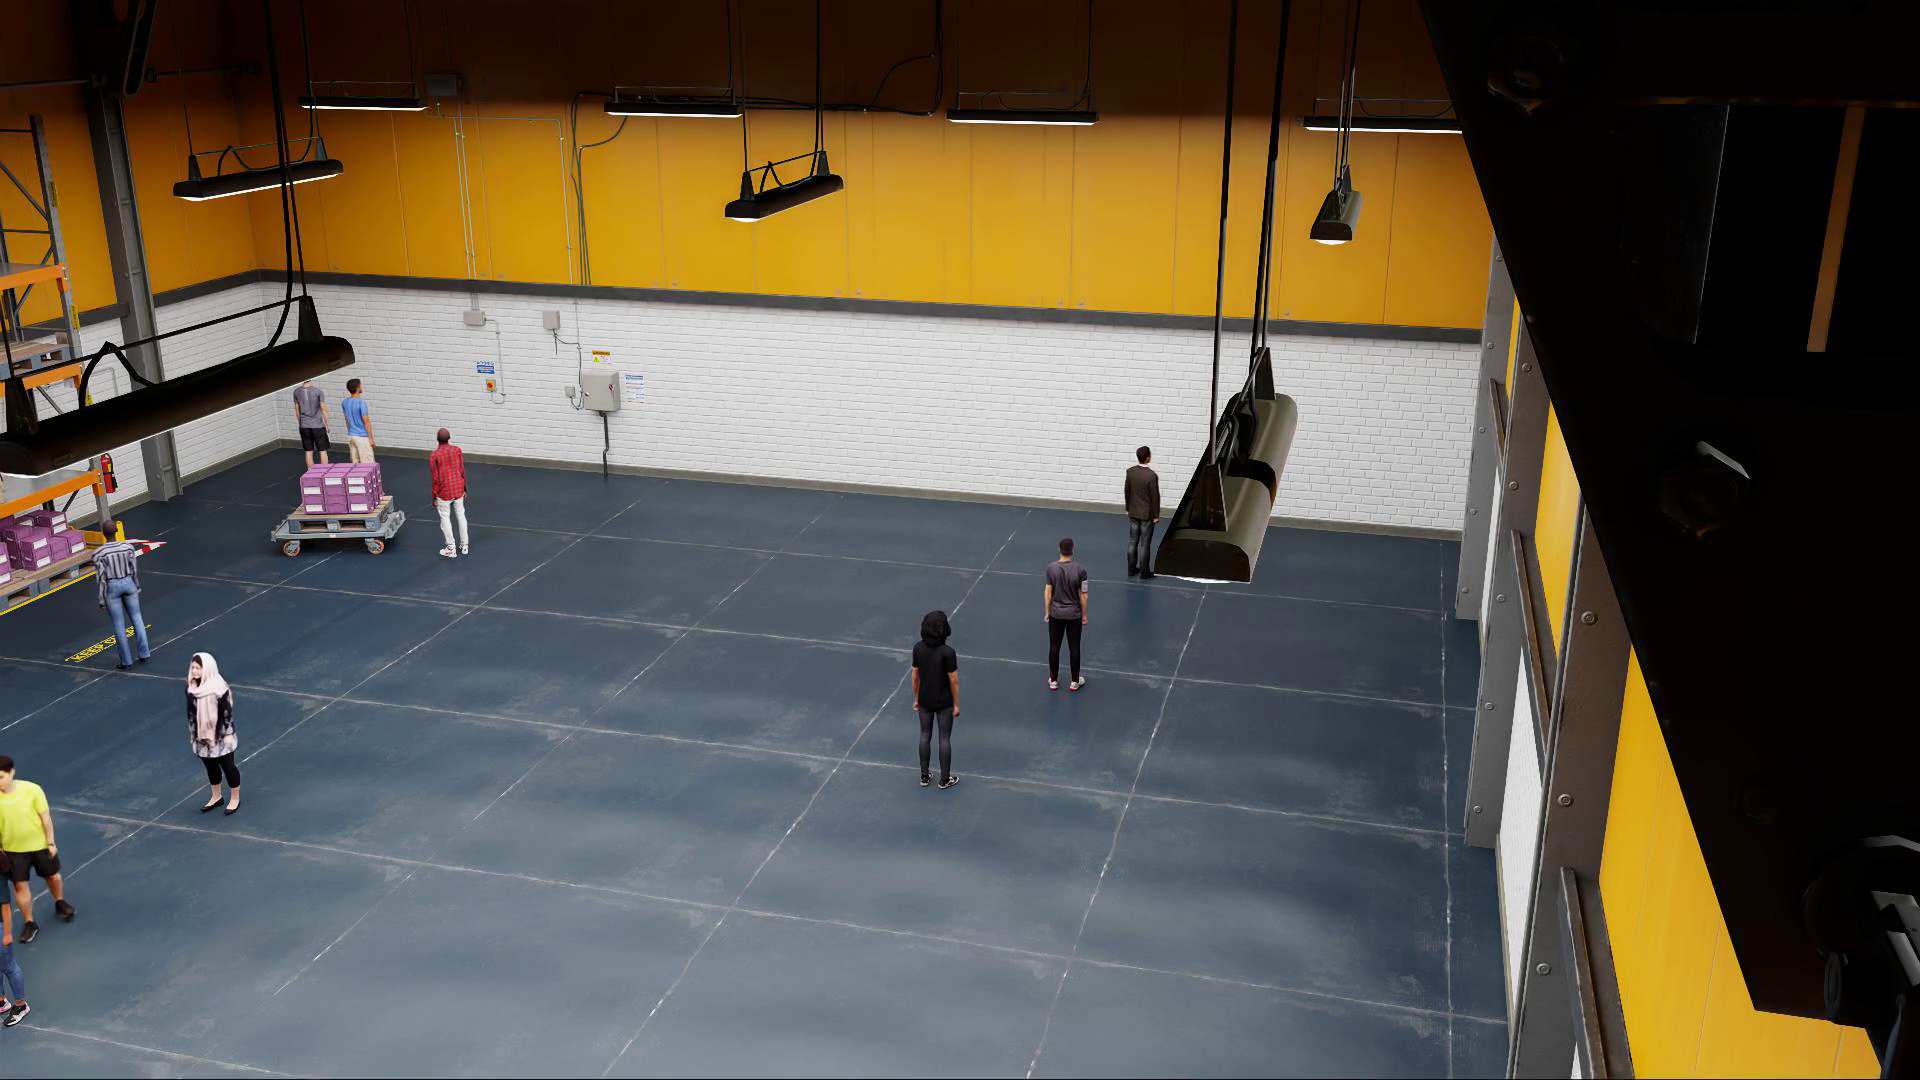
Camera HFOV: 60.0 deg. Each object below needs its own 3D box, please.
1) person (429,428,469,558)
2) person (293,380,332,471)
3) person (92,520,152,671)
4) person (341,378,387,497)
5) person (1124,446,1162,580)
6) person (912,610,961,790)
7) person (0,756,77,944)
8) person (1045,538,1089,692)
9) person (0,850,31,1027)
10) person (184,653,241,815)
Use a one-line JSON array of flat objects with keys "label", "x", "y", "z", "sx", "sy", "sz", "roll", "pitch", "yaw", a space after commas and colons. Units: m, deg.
[{"label": "person", "x": -7.067, "y": -0.678, "z": 23.023, "sx": 0.711, "sy": 1.820, "sz": 0.813, "roll": -16, "pitch": 24, "yaw": -39}, {"label": "person", "x": -10.242, "y": -1.801, "z": 26.279, "sx": 0.700, "sy": 1.871, "sz": 0.637, "roll": 1, "pitch": 19, "yaw": 2}, {"label": "person", "x": -9.687, "y": 0.624, "z": 19.195, "sx": 0.768, "sy": 1.795, "sz": 0.624, "roll": 15, "pitch": 24, "yaw": 37}, {"label": "person", "x": -9.244, "y": -1.570, "z": 25.604, "sx": 0.695, "sy": 1.863, "sz": 0.632, "roll": 9, "pitch": 21, "yaw": 25}, {"label": "person", "x": 2.425, "y": -0.382, "z": 22.170, "sx": 0.760, "sy": 1.804, "sz": 0.710, "roll": 15, "pitch": 24, "yaw": 38}, {"label": "person", "x": -0.249, "y": 1.557, "z": 16.364, "sx": 0.666, "sy": 1.834, "sz": 0.560, "roll": 8, "pitch": 20, "yaw": 22}, {"label": "person", "x": -7.759, "y": 2.489, "z": 13.866, "sx": 0.867, "sy": 1.662, "sz": 0.971, "roll": -7, "pitch": 20, "yaw": -19}, {"label": "person", "x": 1.176, "y": 0.828, "z": 18.640, "sx": 0.643, "sy": 1.763, "sz": 0.537, "roll": 4, "pitch": 19, "yaw": 10}, {"label": "person", "x": -7.383, "y": 2.922, "z": 12.653, "sx": 0.597, "sy": 1.616, "sz": 0.591, "roll": 6, "pitch": 19, "yaw": 17}, {"label": "person", "x": -7.123, "y": 1.828, "z": 15.871, "sx": 0.616, "sy": 1.636, "sz": 0.597, "roll": 4, "pitch": 19, "yaw": 13}]
